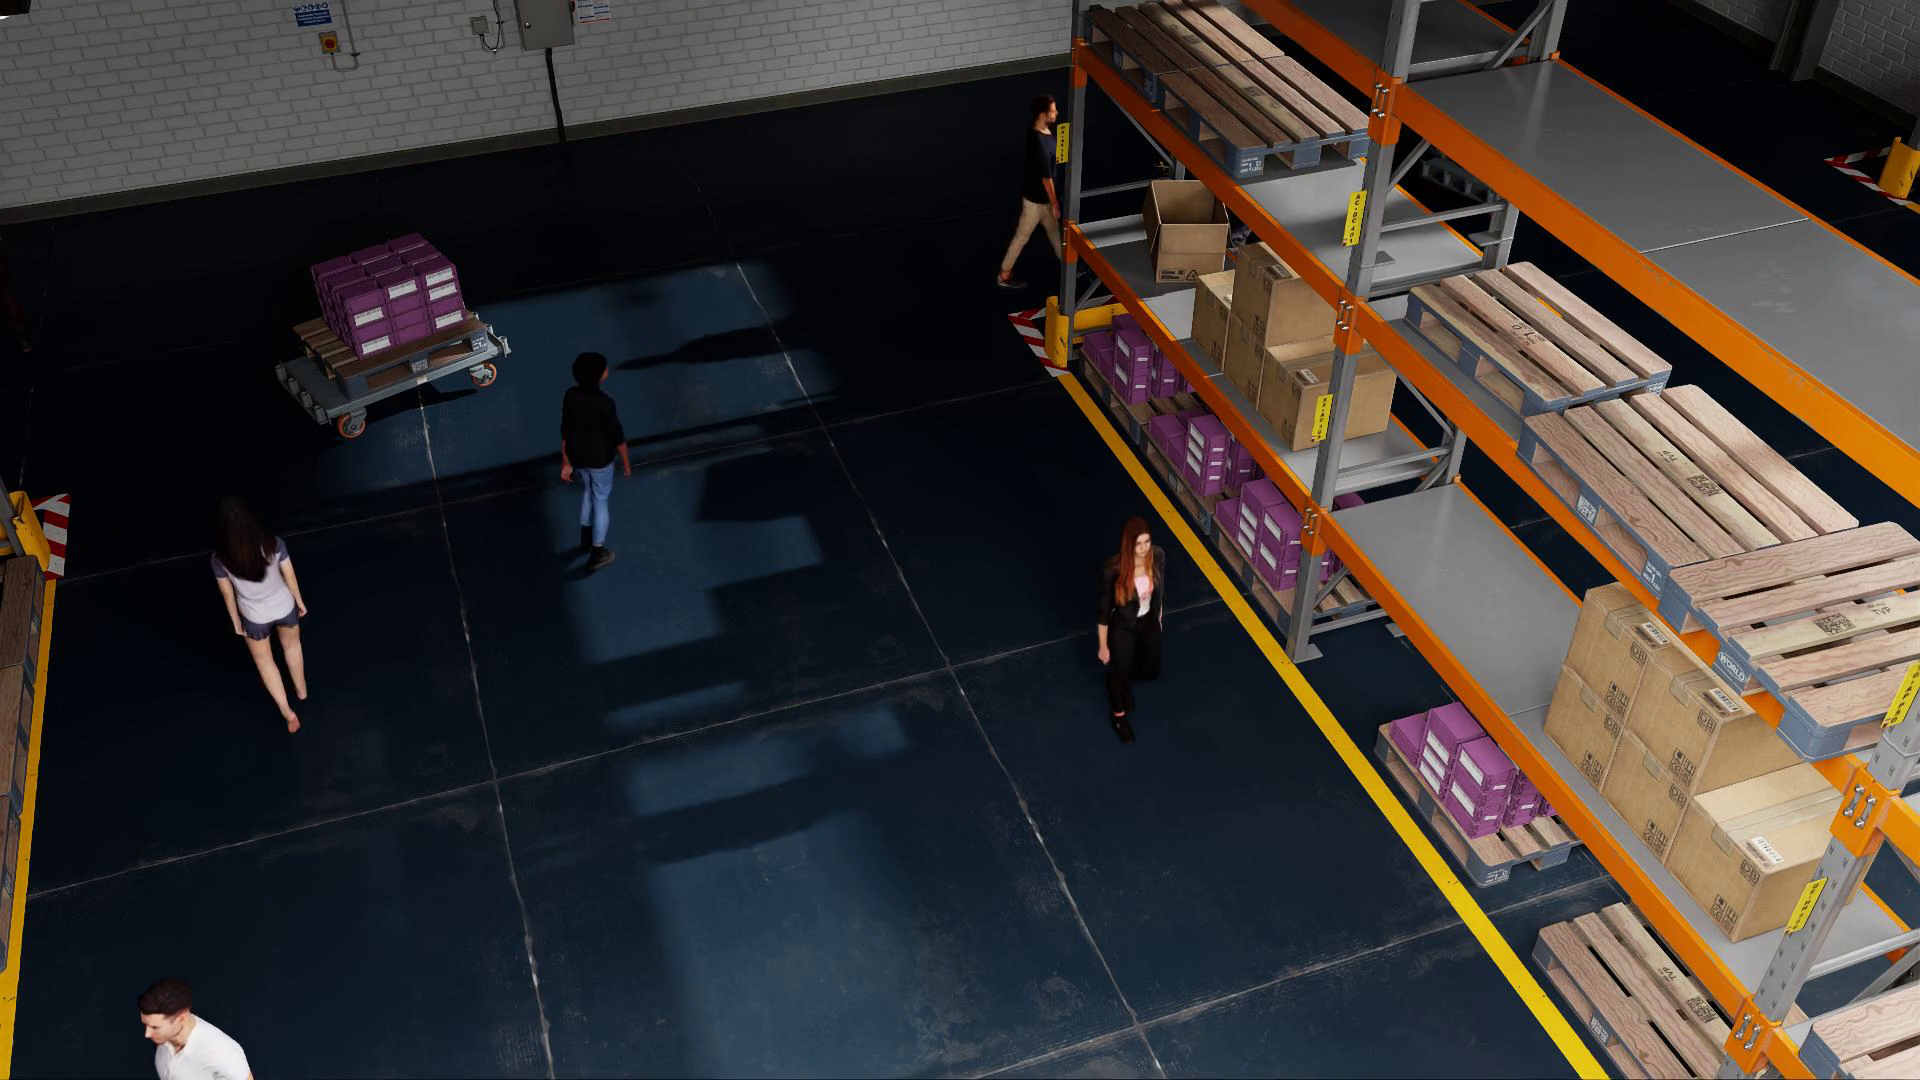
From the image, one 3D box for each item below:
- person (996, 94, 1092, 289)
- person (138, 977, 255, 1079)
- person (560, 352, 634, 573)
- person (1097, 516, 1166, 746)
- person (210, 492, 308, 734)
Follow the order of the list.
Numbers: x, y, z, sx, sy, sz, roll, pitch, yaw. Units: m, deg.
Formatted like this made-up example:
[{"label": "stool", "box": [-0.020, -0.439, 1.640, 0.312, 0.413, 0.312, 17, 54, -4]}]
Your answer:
[{"label": "person", "box": [0.584, -2.985, 14.483, 0.998, 1.811, 1.171, 0, 39, 0]}, {"label": "person", "box": [-3.285, 2.551, 7.522, 0.828, 1.849, 0.898, 23, 44, 26]}, {"label": "person", "box": [-2.573, -0.507, 11.486, 0.756, 1.680, 0.818, 7, 39, 9]}, {"label": "person", "box": [1.012, 0.485, 10.227, 0.640, 1.702, 0.690, -16, 41, -19]}, {"label": "person", "box": [-4.262, 0.476, 10.249, 0.683, 1.687, 0.956, -19, 42, -22]}]
